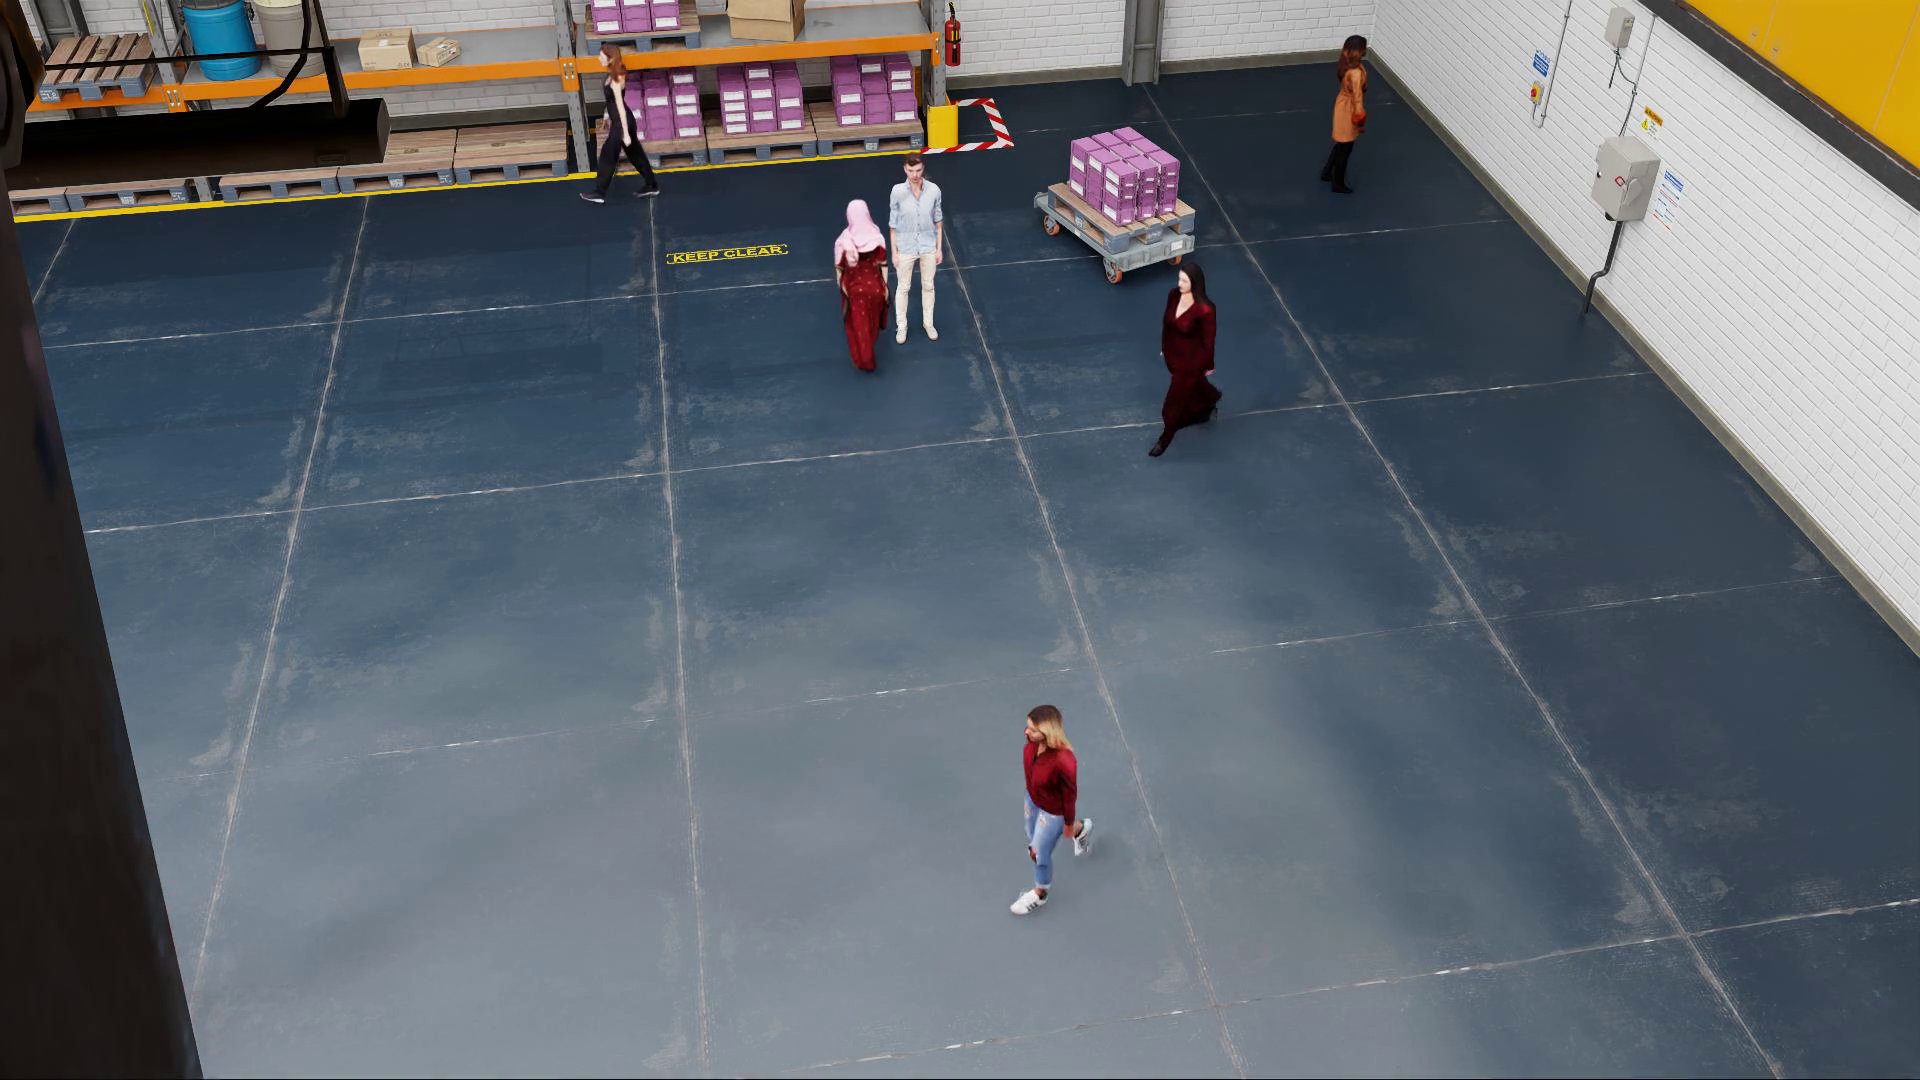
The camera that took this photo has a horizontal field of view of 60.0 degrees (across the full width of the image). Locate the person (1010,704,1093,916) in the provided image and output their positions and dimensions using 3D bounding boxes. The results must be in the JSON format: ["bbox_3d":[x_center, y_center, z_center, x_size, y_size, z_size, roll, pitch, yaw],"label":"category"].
[{"bbox_3d":[0.602,1.559,10.071,1.043,1.609,0.845,-24,45,-27],"label":"person"}]

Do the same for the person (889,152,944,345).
[{"bbox_3d":[-0.396,-2.682,15.190,0.462,1.847,0.707,-7,39,-9],"label":"person"}]

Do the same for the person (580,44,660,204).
[{"bbox_3d":[-3.437,-4.342,17.379,1.067,1.709,0.640,-9,40,-11],"label":"person"}]

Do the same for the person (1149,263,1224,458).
[{"bbox_3d":[1.962,-1.553,13.888,1.203,1.708,0.951,-23,44,-26],"label":"person"}]

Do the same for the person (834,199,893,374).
[{"bbox_3d":[-0.860,-2.231,14.795,0.927,1.635,0.740,-4,39,-5],"label":"person"}]

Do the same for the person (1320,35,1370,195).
[{"bbox_3d":[4.047,-4.487,17.551,0.696,1.721,0.764,0,39,1],"label":"person"}]
